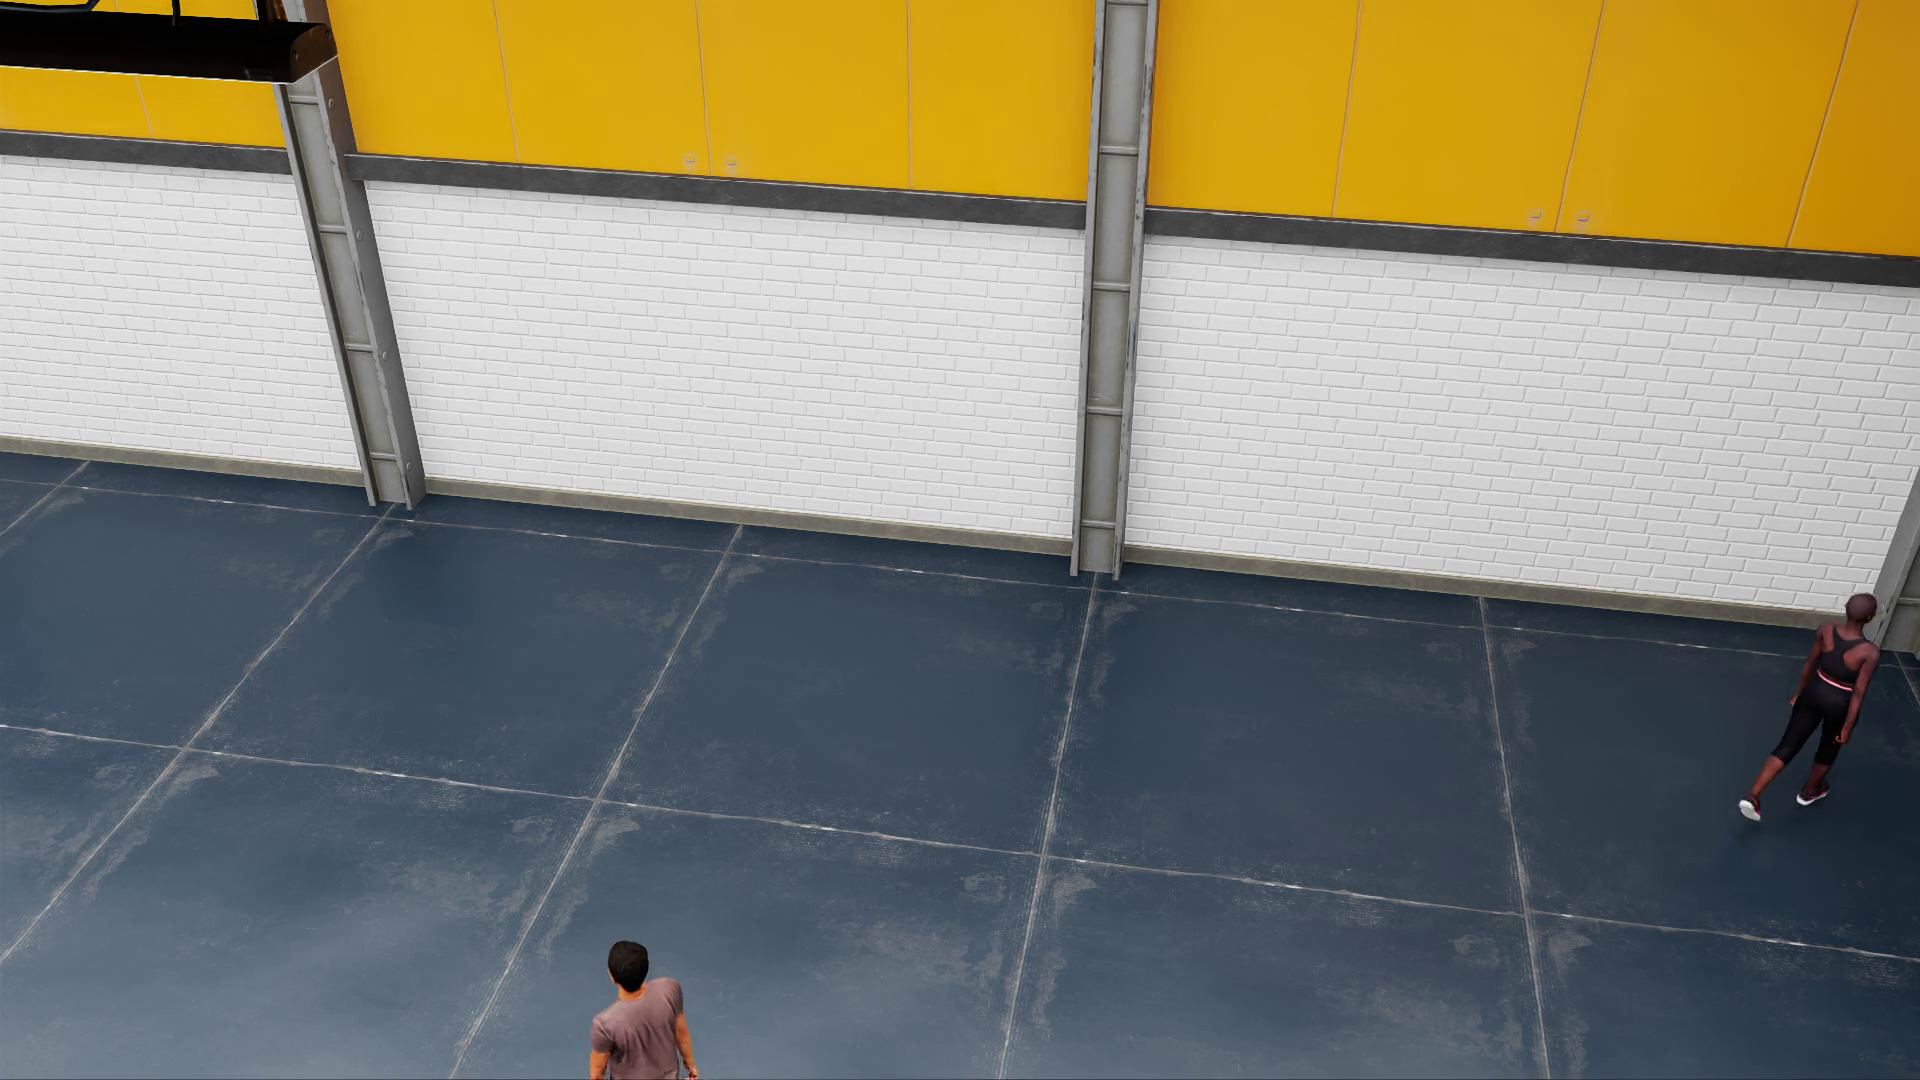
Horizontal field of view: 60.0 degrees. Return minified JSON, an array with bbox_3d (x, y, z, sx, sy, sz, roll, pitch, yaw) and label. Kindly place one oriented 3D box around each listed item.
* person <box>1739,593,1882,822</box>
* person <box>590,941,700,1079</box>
[{"bbox_3d":[5.398,1.088,10.499,1.148,1.731,1.070,-20,39,-28],"label":"person"},{"bbox_3d":[-1.475,2.690,8.091,1.071,1.730,1.198,-27,42,-34],"label":"person"}]
